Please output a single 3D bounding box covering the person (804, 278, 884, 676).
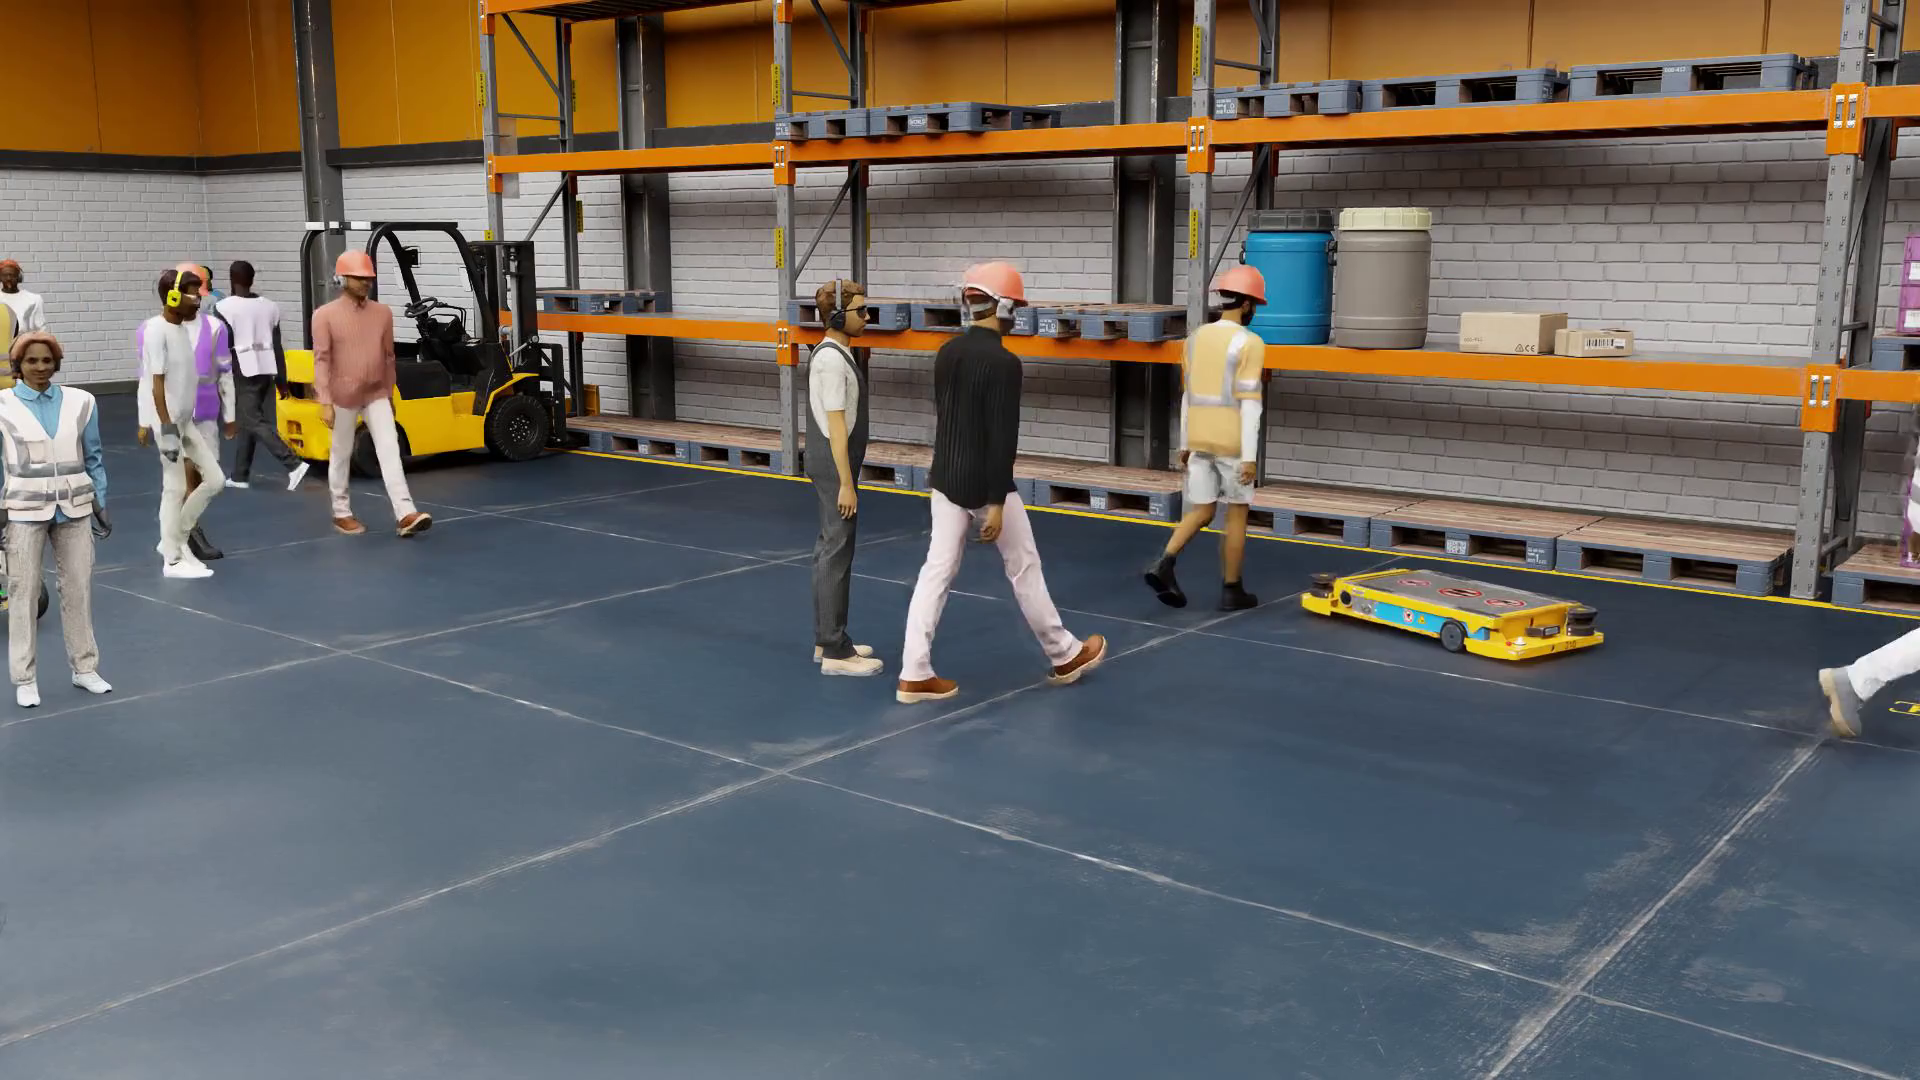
[{"bbox_3d":[-0.555,-0.292,7.790,0.346,1.846,0.506,-2,10,-10],"label":"person"}]

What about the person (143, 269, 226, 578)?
[{"bbox_3d":[-4.636,-0.669,9.889,0.419,1.837,0.583,-1,10,-5],"label":"person"}]

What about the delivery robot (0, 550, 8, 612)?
[{"bbox_3d":[-5.259,0.142,8.701,0.707,0.478,0.477,4,11,20],"label":"delivery robot"}]

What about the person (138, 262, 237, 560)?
[{"bbox_3d":[-5.034,-0.847,10.779,0.578,1.892,0.920,-9,14,-41],"label":"person"}]

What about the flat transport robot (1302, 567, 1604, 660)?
[{"bbox_3d":[2.512,0.351,8.591,0.652,0.197,1.431,-6,12,-32],"label":"flat transport robot"}]

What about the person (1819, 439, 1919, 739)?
[{"bbox_3d":[3.809,-0.060,6.470,0.685,1.861,0.582,3,11,15],"label":"person"}]

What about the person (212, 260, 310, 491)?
[{"bbox_3d":[-5.674,-1.318,13.445,0.896,1.870,0.609,5,11,24],"label":"person"}]

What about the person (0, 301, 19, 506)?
[{"bbox_3d":[-7.203,-1.094,12.246,0.430,1.845,0.624,2,10,12],"label":"person"}]

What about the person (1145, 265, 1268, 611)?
[{"bbox_3d":[1.345,-0.525,8.949,0.732,1.901,0.571,-9,13,-39],"label":"person"}]

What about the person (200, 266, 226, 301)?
[{"bbox_3d":[-9.472,-2.591,20.940,0.315,1.696,0.541,6,12,29],"label":"person"}]

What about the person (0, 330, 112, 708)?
[{"bbox_3d":[-4.003,-0.099,7.298,0.310,1.636,0.523,9,14,40],"label":"person"}]

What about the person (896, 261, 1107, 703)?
[{"bbox_3d":[0.145,-0.262,7.390,1.063,1.919,0.612,-8,13,-39],"label":"person"}]

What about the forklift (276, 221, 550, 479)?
[{"bbox_3d":[-4.922,-1.741,14.854,1.214,2.155,2.313,8,13,38],"label":"forklift"}]

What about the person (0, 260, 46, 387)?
[{"bbox_3d":[-9.253,-1.816,16.286,0.576,1.838,0.970,-3,11,-17],"label":"person"}]

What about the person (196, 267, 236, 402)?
[{"bbox_3d":[-8.968,-2.381,19.767,0.493,1.703,0.877,0,10,-1],"label":"person"}]

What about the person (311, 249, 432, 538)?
[{"bbox_3d":[-4.007,-0.965,11.215,1.015,1.944,0.655,9,14,41],"label":"person"}]
